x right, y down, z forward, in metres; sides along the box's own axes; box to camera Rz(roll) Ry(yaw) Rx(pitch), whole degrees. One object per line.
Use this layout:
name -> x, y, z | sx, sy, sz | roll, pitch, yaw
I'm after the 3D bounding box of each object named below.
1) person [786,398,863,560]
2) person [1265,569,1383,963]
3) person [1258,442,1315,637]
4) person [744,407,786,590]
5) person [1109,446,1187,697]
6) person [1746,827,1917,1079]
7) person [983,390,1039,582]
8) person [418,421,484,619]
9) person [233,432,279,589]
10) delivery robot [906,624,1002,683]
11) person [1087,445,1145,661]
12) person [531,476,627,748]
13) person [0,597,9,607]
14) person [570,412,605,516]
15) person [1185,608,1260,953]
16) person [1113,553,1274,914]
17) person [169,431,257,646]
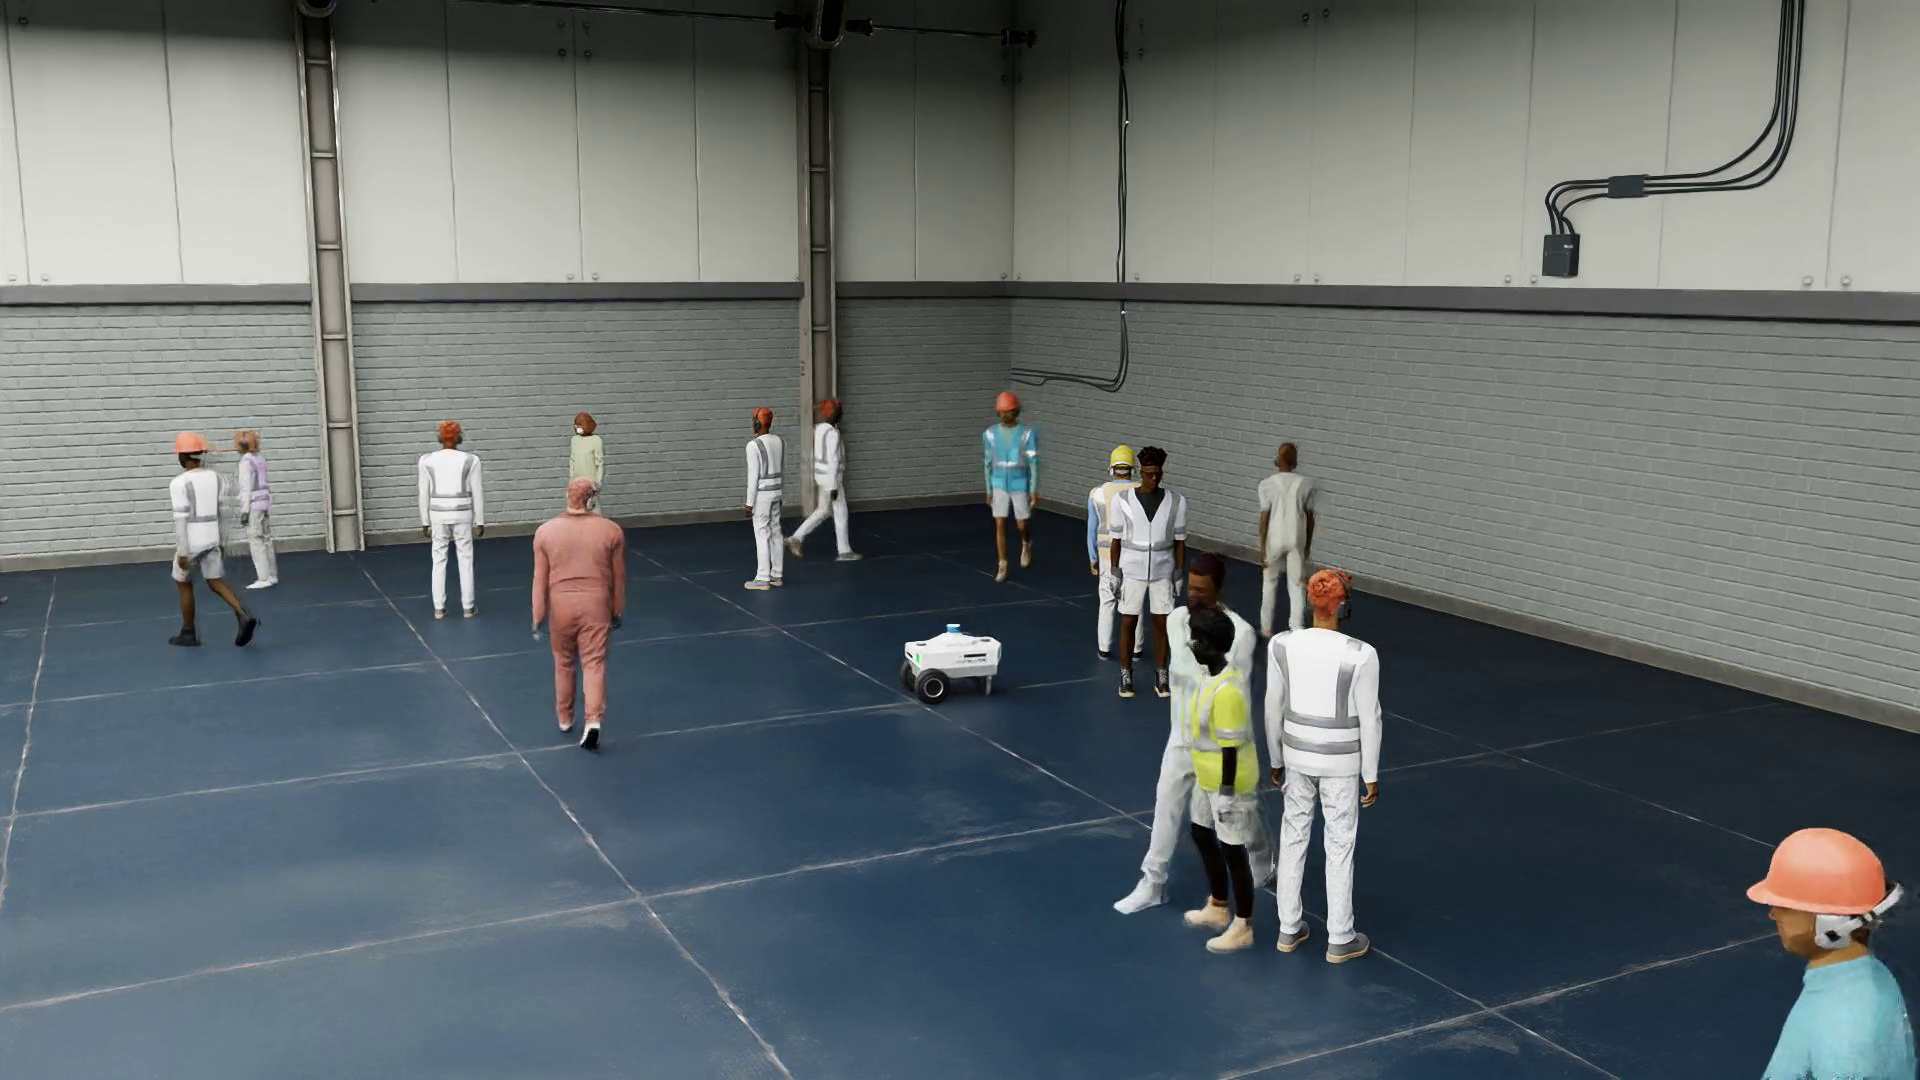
person -> -1.529, -0.672, 18.744 | 0.787, 1.863, 0.588 | -4, 10, -23
person -> 1.730, 1.069, 7.927 | 0.575, 1.883, 0.355 | 6, 11, 35
person -> 2.847, 0.047, 14.536 | 0.509, 1.801, 0.947 | 0, 9, 3
person -> -2.018, -0.429, 17.159 | 0.356, 1.883, 0.574 | 5, 11, 29
person -> 1.446, 0.243, 12.796 | 0.603, 1.958, 0.375 | 0, 9, -1
person -> 2.173, 1.659, 4.128 | 1.018, 1.949, 0.633 | 6, 11, 31
person -> 0.560, -0.593, 17.743 | 0.611, 2.028, 0.720 | 2, 10, 15
person -> -4.800, -0.190, 15.715 | 0.587, 1.878, 0.349 | -2, 9, -10
person -> -7.303, -0.303, 17.215 | 0.364, 1.618, 0.524 | -1, 9, -4
delivery robot -> -0.046, 0.891, 12.815 | 0.707, 0.478, 0.477 | -3, 10, -17
person -> 1.366, 0.117, 13.996 | 0.586, 1.824, 0.404 | 2, 9, 11
person -> -2.645, 0.490, 11.585 | 0.664, 1.866, 0.870 | -2, 9, -12
person -> -9.625, -0.145, 15.668 | 0.590, 1.791, 0.963 | 9, 13, 44
person -> -4.374, -0.682, 19.483 | 0.498, 1.633, 0.284 | 5, 11, 30
person -> 1.263, 1.157, 8.023 | 0.336, 1.675, 0.572 | -1, 9, -5
person -> 1.289, 0.974, 8.603 | 1.012, 1.866, 0.595 | -7, 12, -37
person -> -6.535, 0.008, 14.391 | 0.848, 1.911, 0.555 | 4, 10, 23
